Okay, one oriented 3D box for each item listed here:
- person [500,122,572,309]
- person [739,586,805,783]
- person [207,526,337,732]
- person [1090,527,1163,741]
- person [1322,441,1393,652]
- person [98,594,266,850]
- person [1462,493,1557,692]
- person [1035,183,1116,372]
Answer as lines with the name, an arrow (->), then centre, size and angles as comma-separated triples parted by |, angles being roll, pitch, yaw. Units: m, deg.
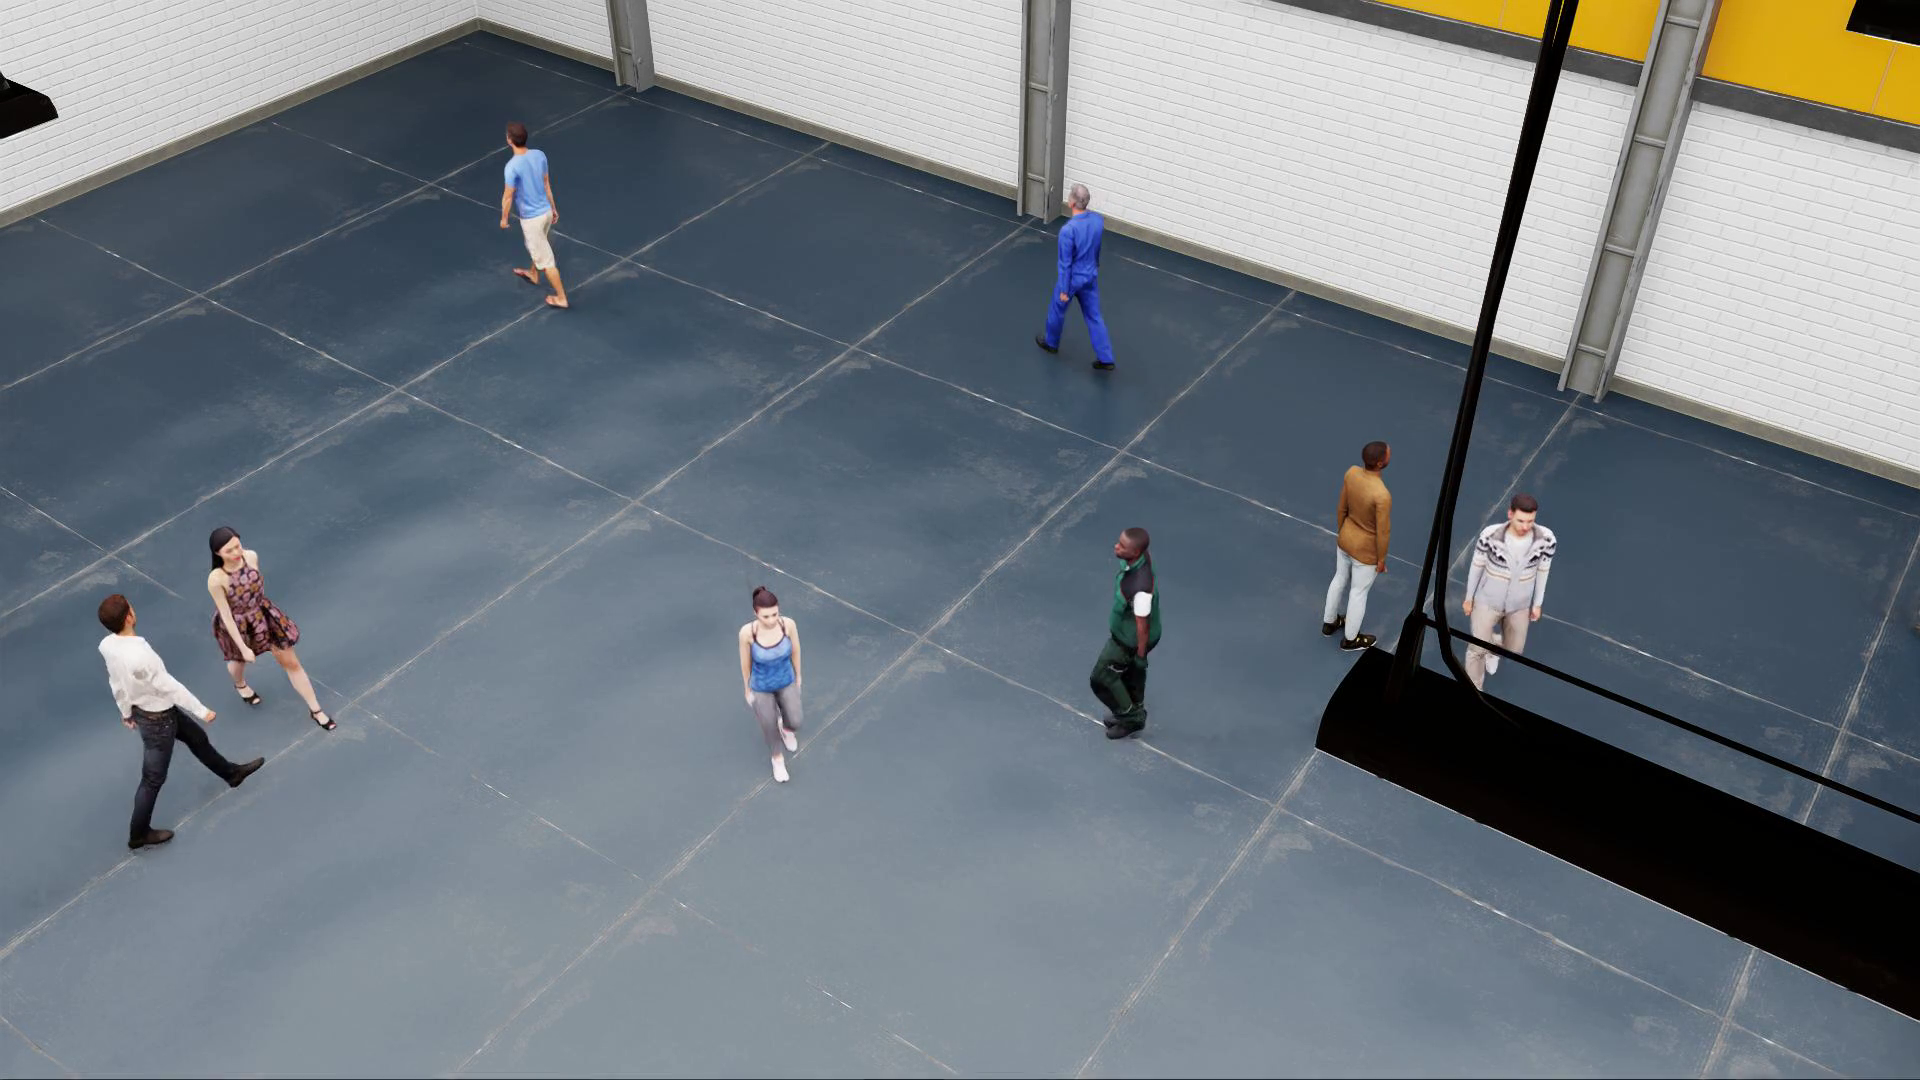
person -> -4.031, -3.093, 16.069 | 1.106, 1.828, 0.718 | 18, 42, 21
person -> -1.282, 0.928, 11.217 | 0.742, 1.600, 0.809 | -10, 40, -13
person -> -4.973, 0.600, 11.537 | 1.177, 1.712, 0.679 | 20, 43, 24
person -> 1.262, 0.644, 11.391 | 0.860, 1.828, 0.822 | 4, 39, 4
person -> 2.923, 0.032, 12.166 | 0.767, 1.816, 0.626 | -21, 43, -24
person -> -5.241, 1.216, 10.685 | 1.224, 1.814, 0.869 | 30, 47, 32
person -> 3.822, 0.375, 11.721 | 0.965, 1.835, 0.982 | 5, 39, 6
person -> 1.147, -2.333, 15.152 | 0.964, 1.784, 1.283 | -27, 46, -30
